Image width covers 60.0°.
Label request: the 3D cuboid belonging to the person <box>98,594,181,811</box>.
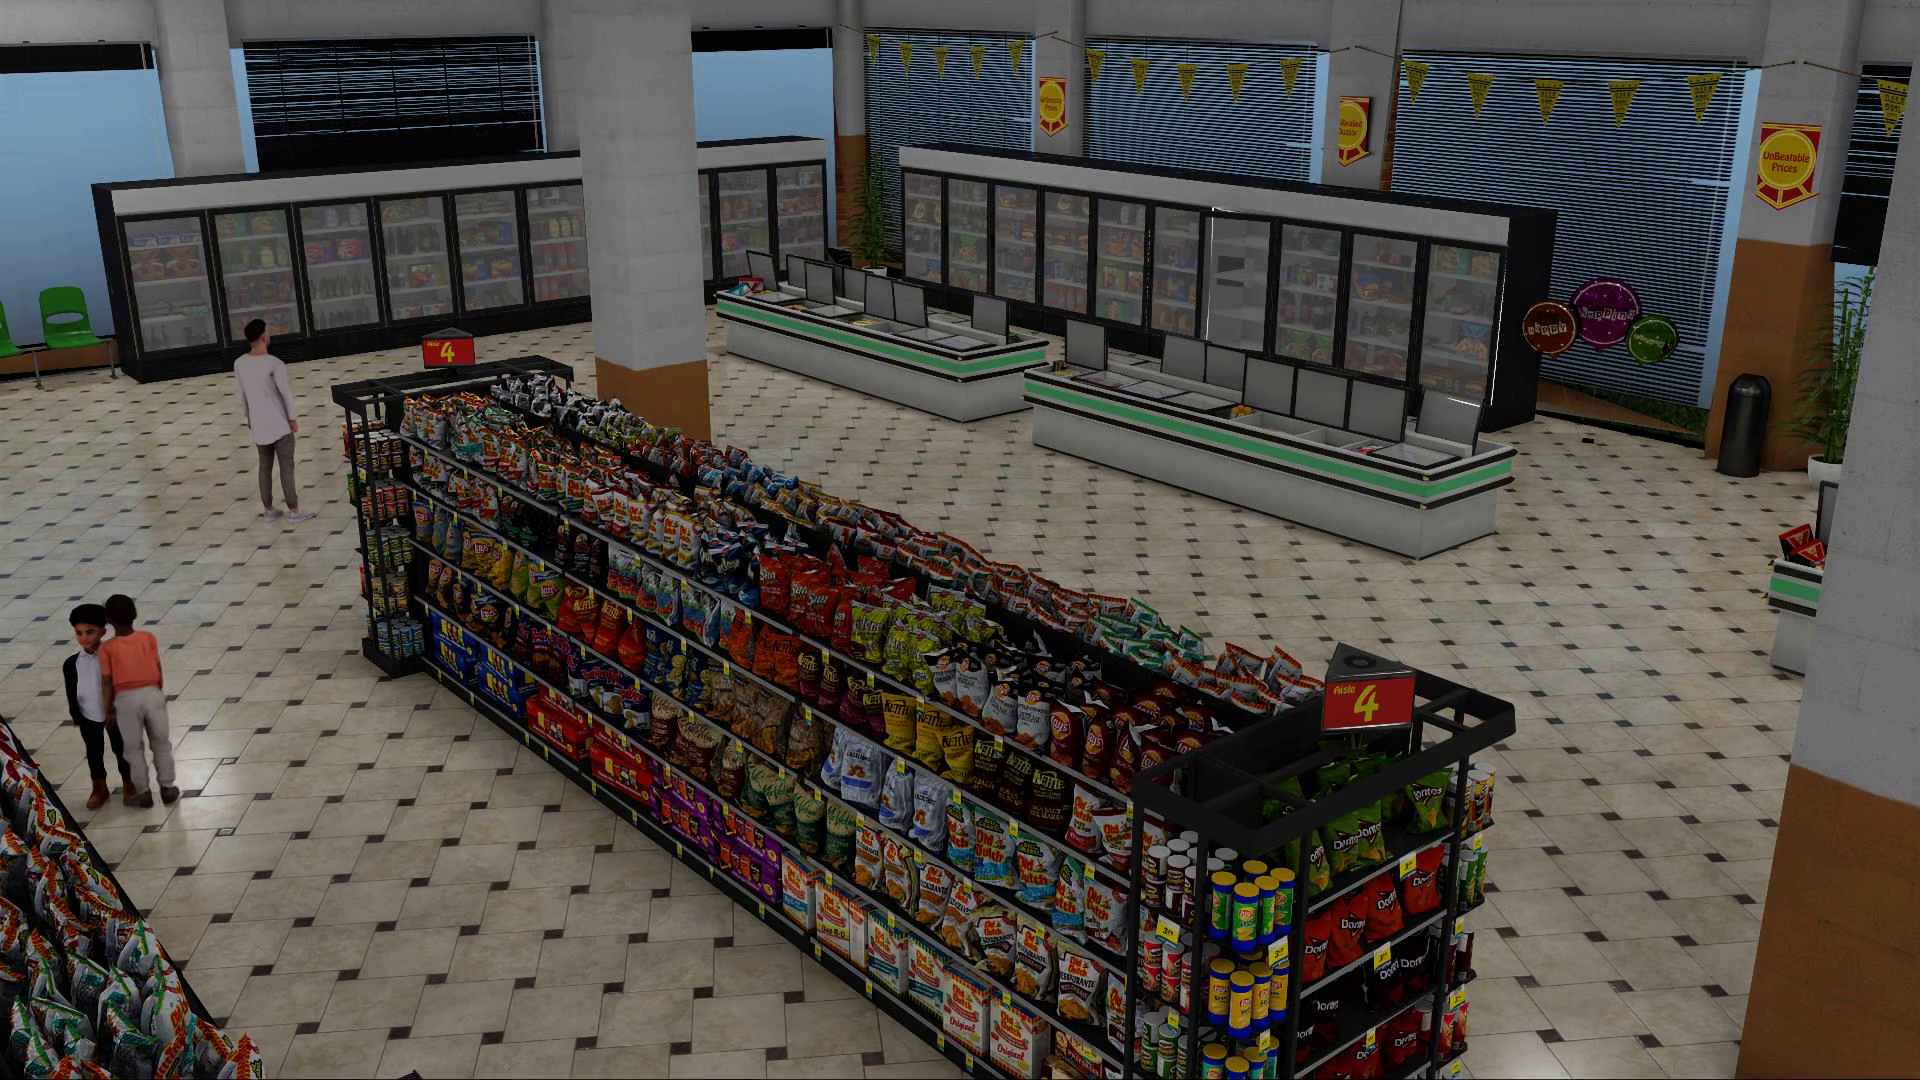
[{"bbox_3d":[-4.772,0.939,9.657,0.511,1.303,0.500,-13,23,-35],"label":"person"}]

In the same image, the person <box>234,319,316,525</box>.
[{"bbox_3d":[-6.105,-1.054,14.726,0.721,1.841,0.815,4,19,12],"label":"person"}]

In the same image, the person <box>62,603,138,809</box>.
[{"bbox_3d":[-5.024,0.955,9.727,0.582,1.227,0.612,-5,19,-14],"label":"person"}]
